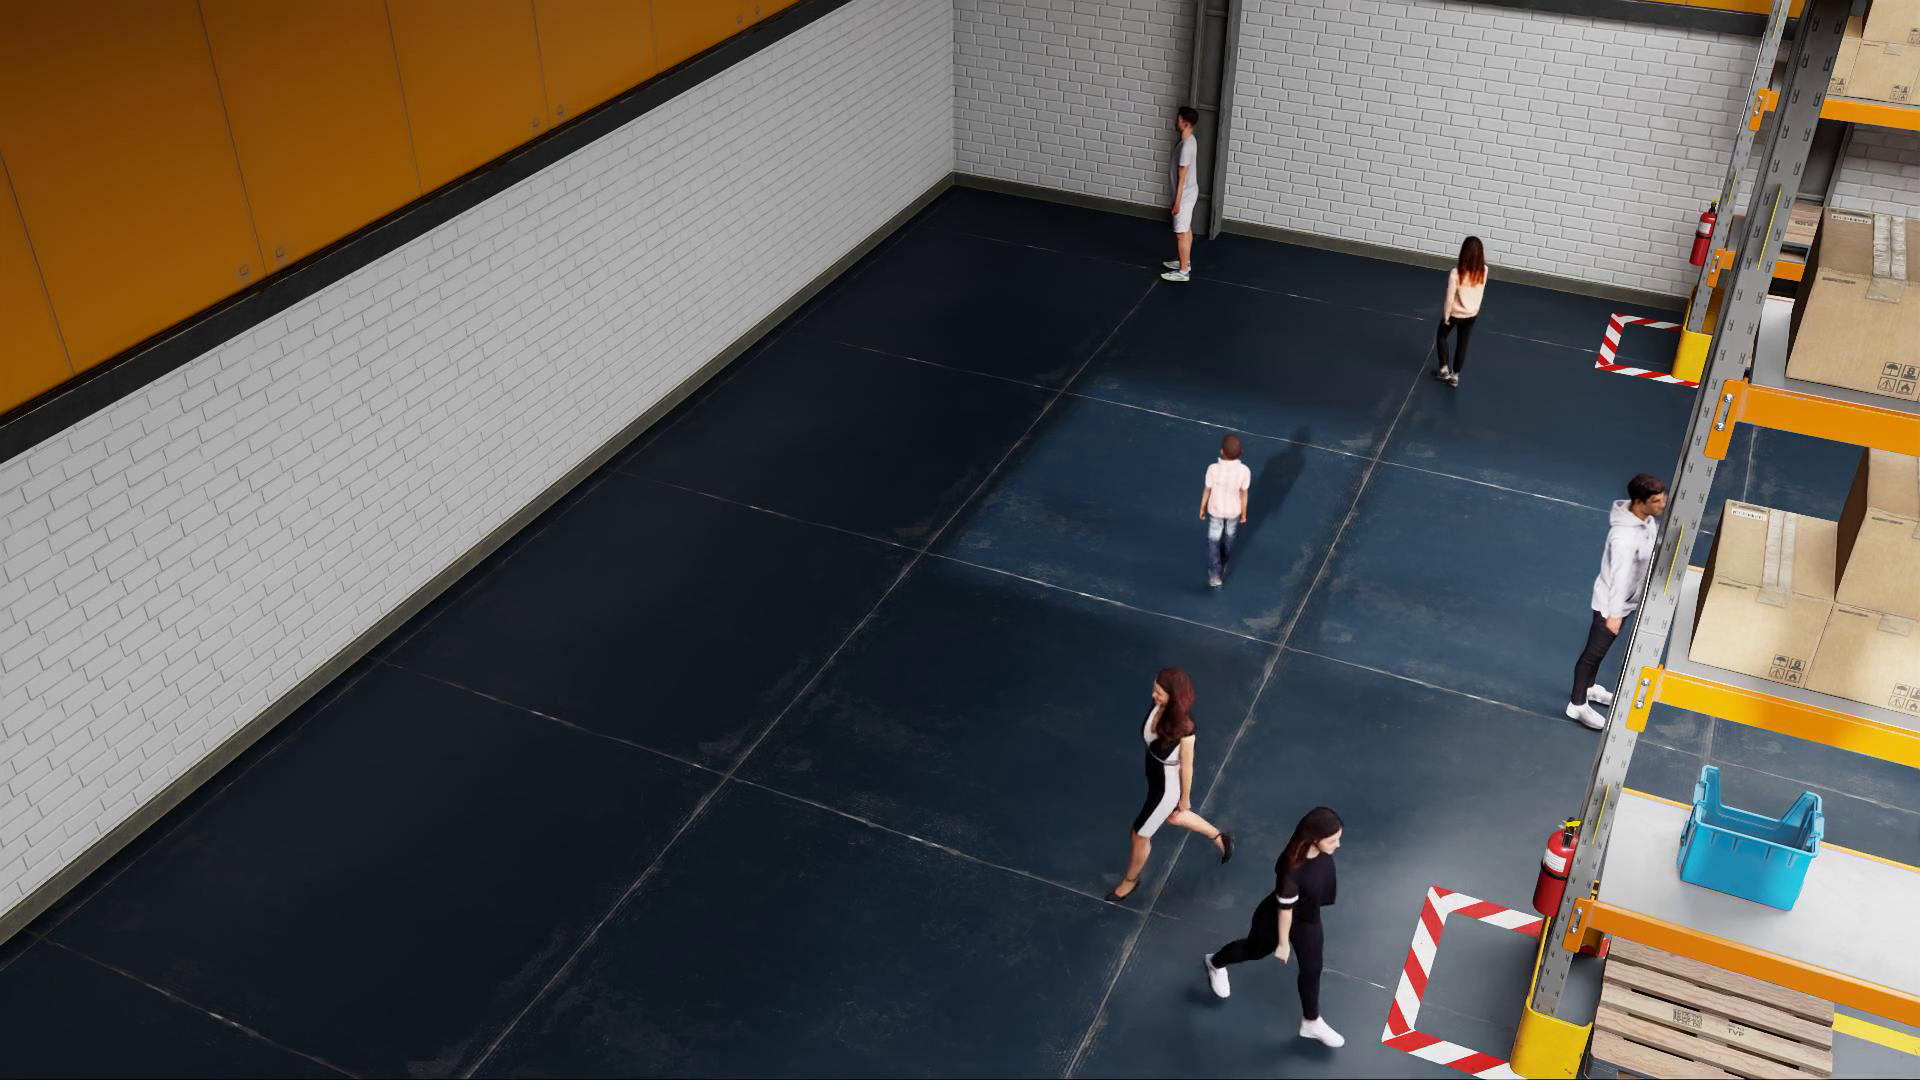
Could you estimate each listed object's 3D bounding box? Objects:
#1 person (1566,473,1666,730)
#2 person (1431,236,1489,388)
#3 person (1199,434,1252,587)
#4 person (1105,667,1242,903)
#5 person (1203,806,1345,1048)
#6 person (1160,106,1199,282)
[{"bbox_3d":[4.465,0.384,11.340,0.641,1.930,0.705,20,38,27],"label":"person"},{"bbox_3d":[4.701,-2.101,15.491,0.647,1.473,0.726,-7,34,-10],"label":"person"},{"bbox_3d":[2.033,-0.215,12.805,0.801,1.305,0.753,1,34,1],"label":"person"},{"bbox_3d":[1.299,1.448,9.887,1.149,1.766,1.074,-10,35,-14],"label":"person"},{"bbox_3d":[1.737,2.046,9.142,1.198,1.595,0.817,25,41,33],"label":"person"},{"bbox_3d":[2.355,-3.644,17.471,0.644,1.852,0.721,6,34,8],"label":"person"}]
